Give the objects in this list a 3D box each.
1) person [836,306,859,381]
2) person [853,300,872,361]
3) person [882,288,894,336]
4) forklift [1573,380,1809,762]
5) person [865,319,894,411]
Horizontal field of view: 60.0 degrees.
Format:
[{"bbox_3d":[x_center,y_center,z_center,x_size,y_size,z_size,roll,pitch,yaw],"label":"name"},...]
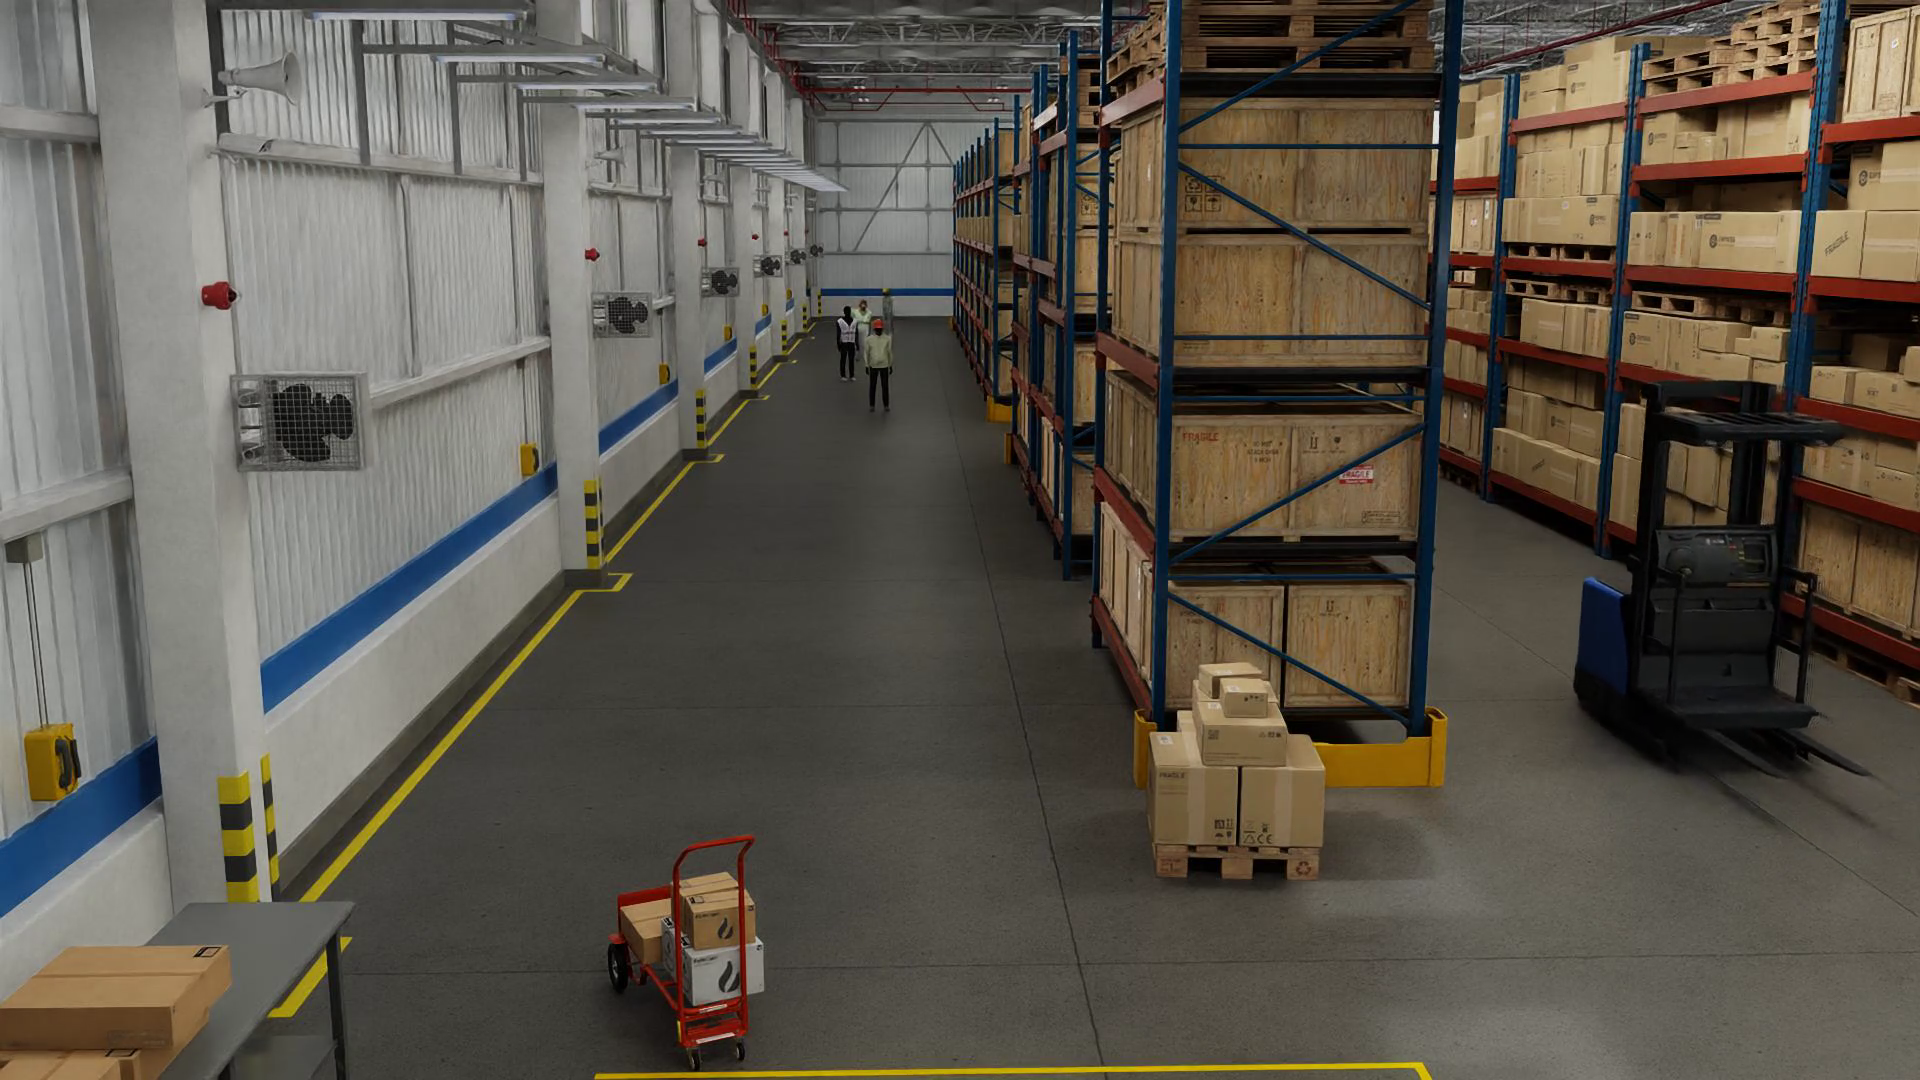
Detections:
[{"bbox_3d":[-2.874,-5.015,42.477,0.586,1.913,0.398,-6,12,-27],"label":"person"},{"bbox_3d":[-2.826,-6.022,47.989,0.581,1.810,0.920,-2,11,-10],"label":"person"},{"bbox_3d":[-2.618,-8.047,58.753,0.510,1.700,0.837,9,14,38],"label":"person"},{"bbox_3d":[5.793,0.135,13.146,1.129,2.768,1.873,0,11,-2],"label":"forklift"},{"bbox_3d":[-1.730,-3.742,35.659,0.620,1.985,0.406,-2,11,-8],"label":"person"}]
